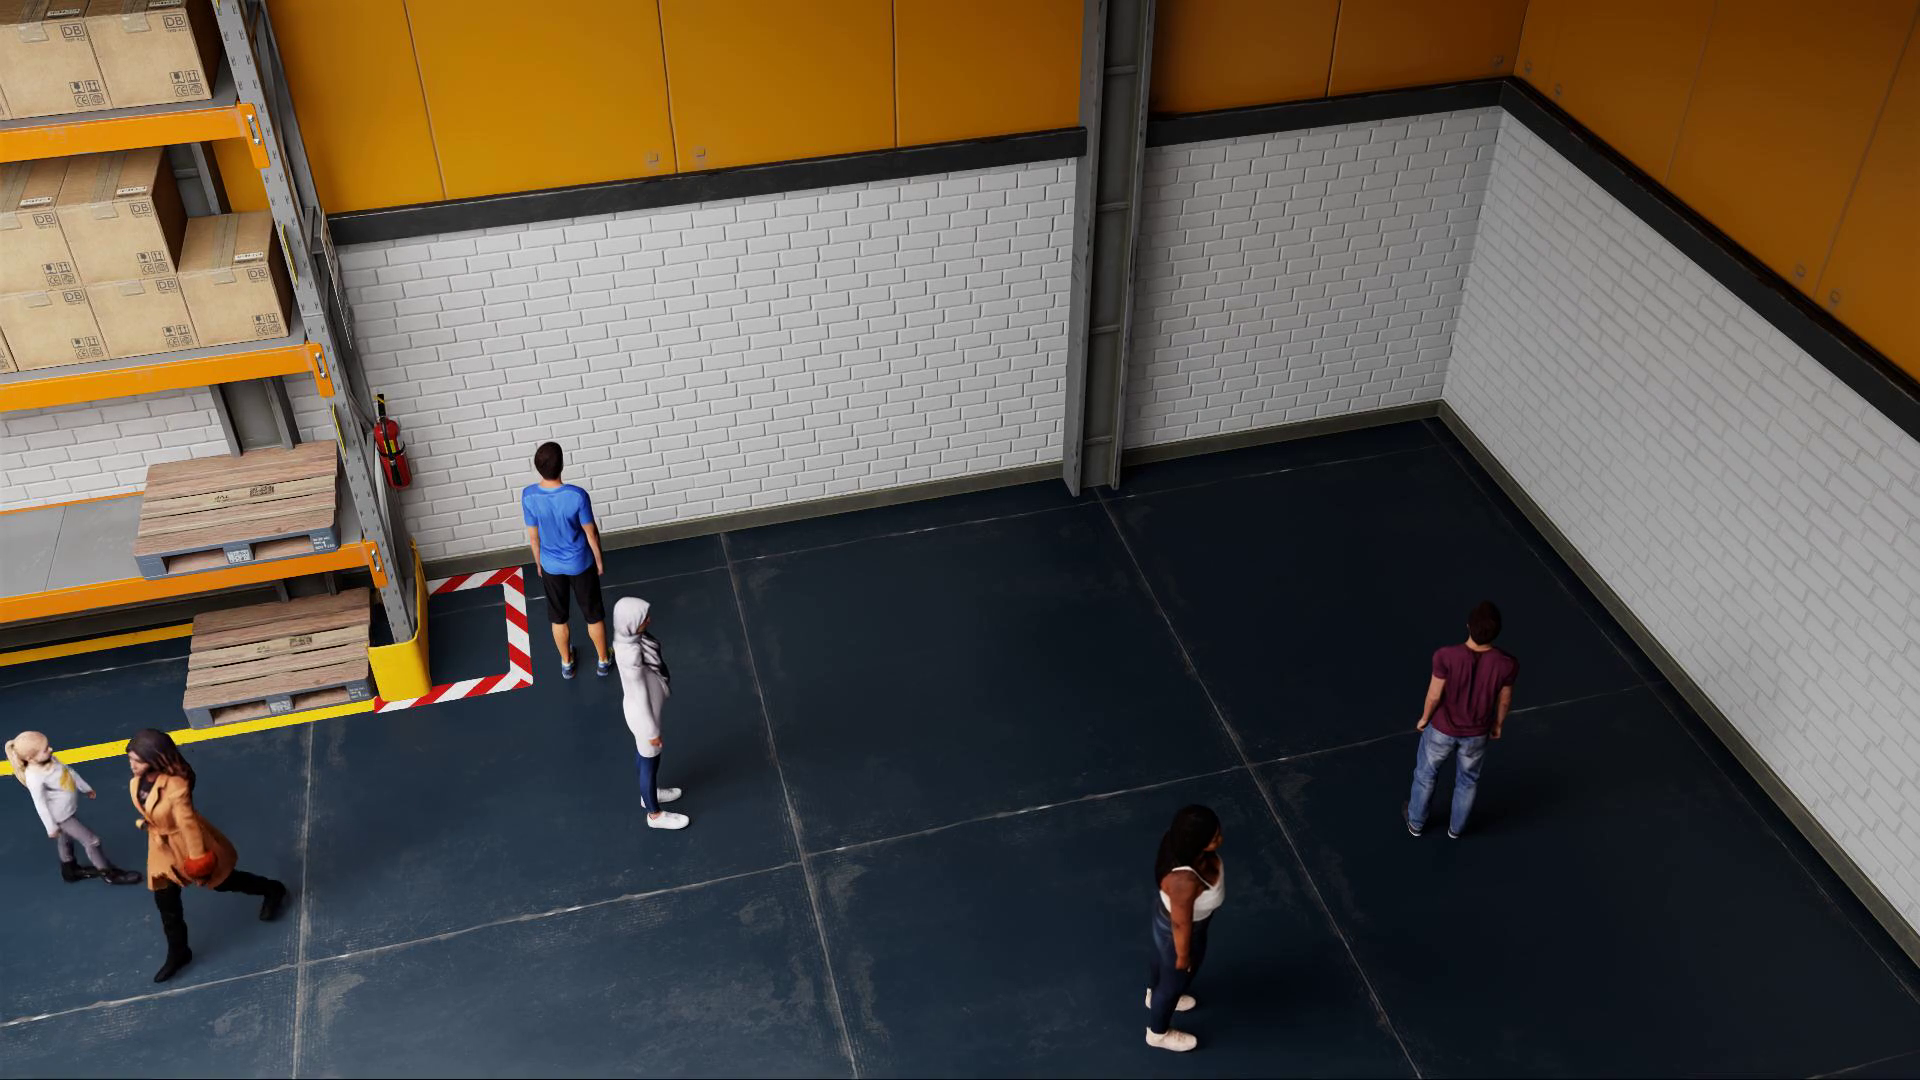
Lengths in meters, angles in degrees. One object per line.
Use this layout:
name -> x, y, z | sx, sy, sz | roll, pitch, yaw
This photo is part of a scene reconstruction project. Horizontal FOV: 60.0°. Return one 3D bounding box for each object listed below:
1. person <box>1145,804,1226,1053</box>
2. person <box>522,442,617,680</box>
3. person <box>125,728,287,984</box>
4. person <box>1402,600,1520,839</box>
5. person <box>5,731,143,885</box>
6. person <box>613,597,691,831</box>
person -> 1.154, 2.035, 8.877 | 0.728, 1.812, 0.726 | 5, 39, 7
person -> -2.646, 0.157, 11.185 | 0.566, 1.866, 0.720 | -1, 39, -2
person -> -4.296, 1.697, 9.403 | 1.122, 1.684, 1.205 | 22, 44, 25
person -> 3.016, 1.093, 10.020 | 0.648, 1.859, 0.797 | 6, 39, 7
person -> -5.393, 1.613, 9.847 | 0.677, 1.262, 0.491 | -11, 40, -14
person -> -1.929, 1.048, 10.141 | 0.517, 1.777, 0.605 | -8, 39, -10
